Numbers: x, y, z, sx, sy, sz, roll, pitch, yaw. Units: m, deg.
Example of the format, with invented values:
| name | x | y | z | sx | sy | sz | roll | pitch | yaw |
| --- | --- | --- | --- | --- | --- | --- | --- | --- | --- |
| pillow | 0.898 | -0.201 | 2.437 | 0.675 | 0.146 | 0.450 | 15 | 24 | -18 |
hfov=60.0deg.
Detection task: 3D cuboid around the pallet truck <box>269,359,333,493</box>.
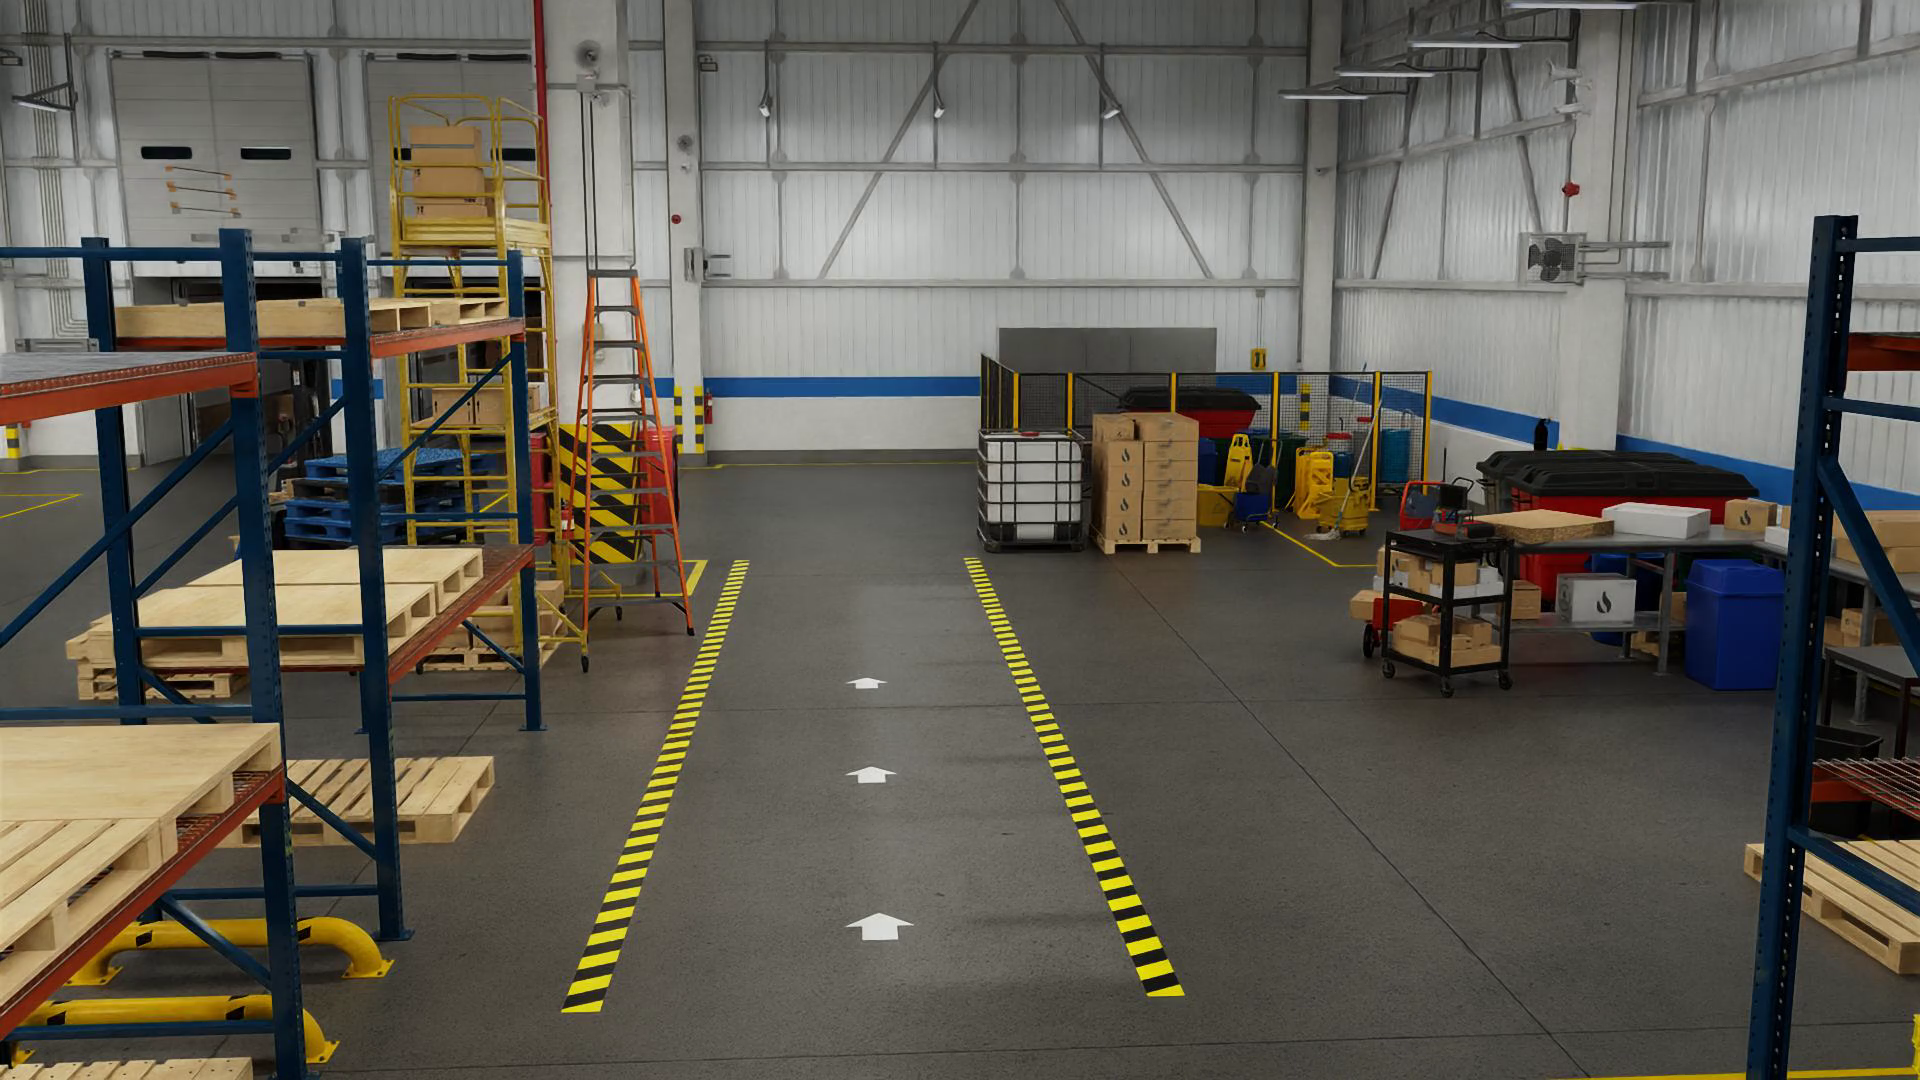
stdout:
| name | x | y | z | sx | sy | sz | roll | pitch | yaw |
| --- | --- | --- | --- | --- | --- | --- | --- | --- | --- |
| pallet truck | -7.062 | -1.131 | 18.996 | 1.885 | 1.965 | 0.823 | 2 | 9 | 13 |
